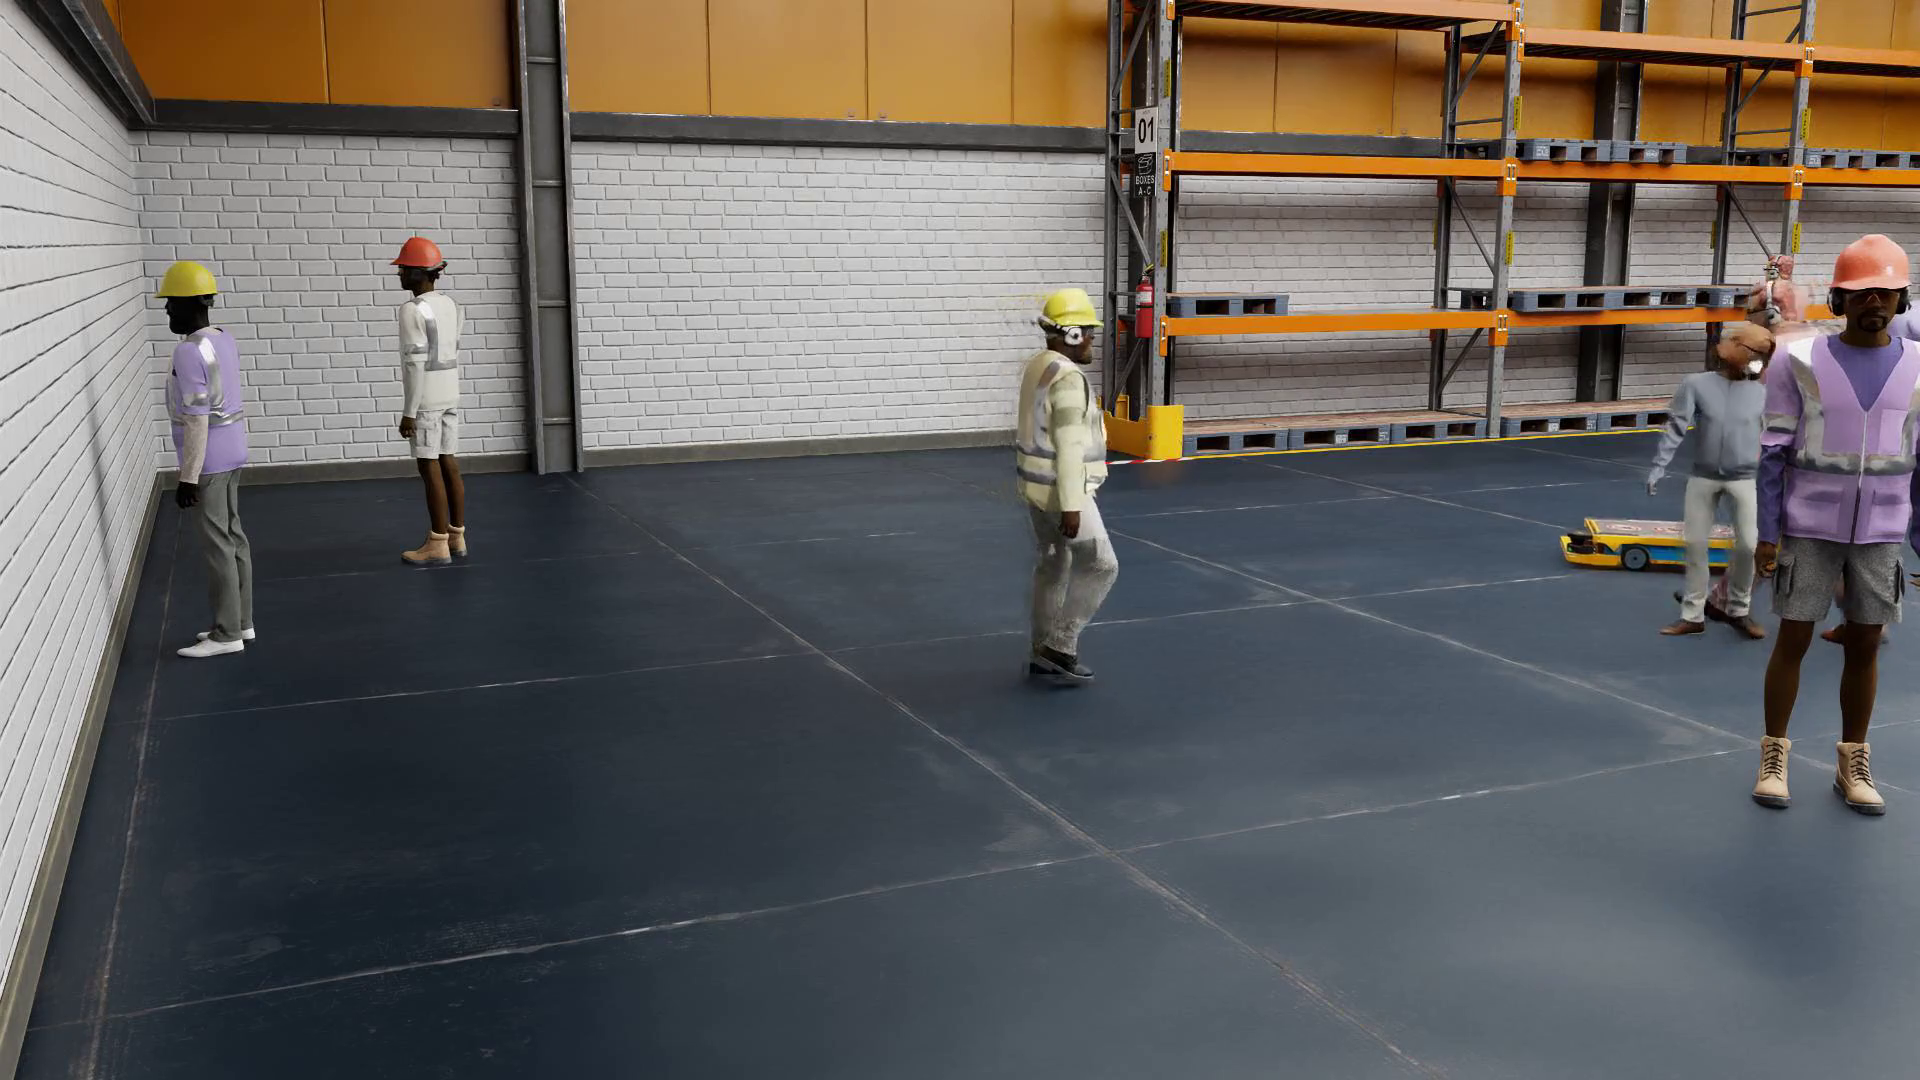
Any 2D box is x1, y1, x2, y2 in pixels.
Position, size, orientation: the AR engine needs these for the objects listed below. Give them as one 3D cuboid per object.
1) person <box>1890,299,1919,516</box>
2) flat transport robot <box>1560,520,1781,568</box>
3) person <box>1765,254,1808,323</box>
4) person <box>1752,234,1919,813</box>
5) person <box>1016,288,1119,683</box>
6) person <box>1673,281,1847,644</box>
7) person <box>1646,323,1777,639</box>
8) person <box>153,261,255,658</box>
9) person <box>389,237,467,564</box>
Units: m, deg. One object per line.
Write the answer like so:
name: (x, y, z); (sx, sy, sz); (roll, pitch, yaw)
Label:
person: (6.817, -1.012, 11.650); (0.637, 1.919, 0.825); (5, 11, 27)
flat transport robot: (4.543, 0.031, 10.420); (1.431, 0.197, 0.652); (3, 11, 16)
person: (7.307, -1.606, 14.981); (0.654, 1.906, 0.406); (-8, 13, -39)
person: (3.143, -0.043, 5.890); (0.605, 2.045, 0.376); (3, 11, 15)
person: (0.479, -0.228, 7.558); (0.443, 1.811, 0.615); (-2, 10, -13)
person: (4.249, -0.399, 8.516); (0.648, 1.830, 1.077); (-9, 14, -42)
person: (3.848, -0.288, 8.466); (0.605, 1.622, 0.339); (6, 12, 31)
person: (-3.691, -0.389, 8.142); (0.363, 1.928, 0.587); (-1, 10, -7)
person: (-3.357, -0.872, 10.496); (0.362, 2.048, 0.613); (2, 10, 9)
